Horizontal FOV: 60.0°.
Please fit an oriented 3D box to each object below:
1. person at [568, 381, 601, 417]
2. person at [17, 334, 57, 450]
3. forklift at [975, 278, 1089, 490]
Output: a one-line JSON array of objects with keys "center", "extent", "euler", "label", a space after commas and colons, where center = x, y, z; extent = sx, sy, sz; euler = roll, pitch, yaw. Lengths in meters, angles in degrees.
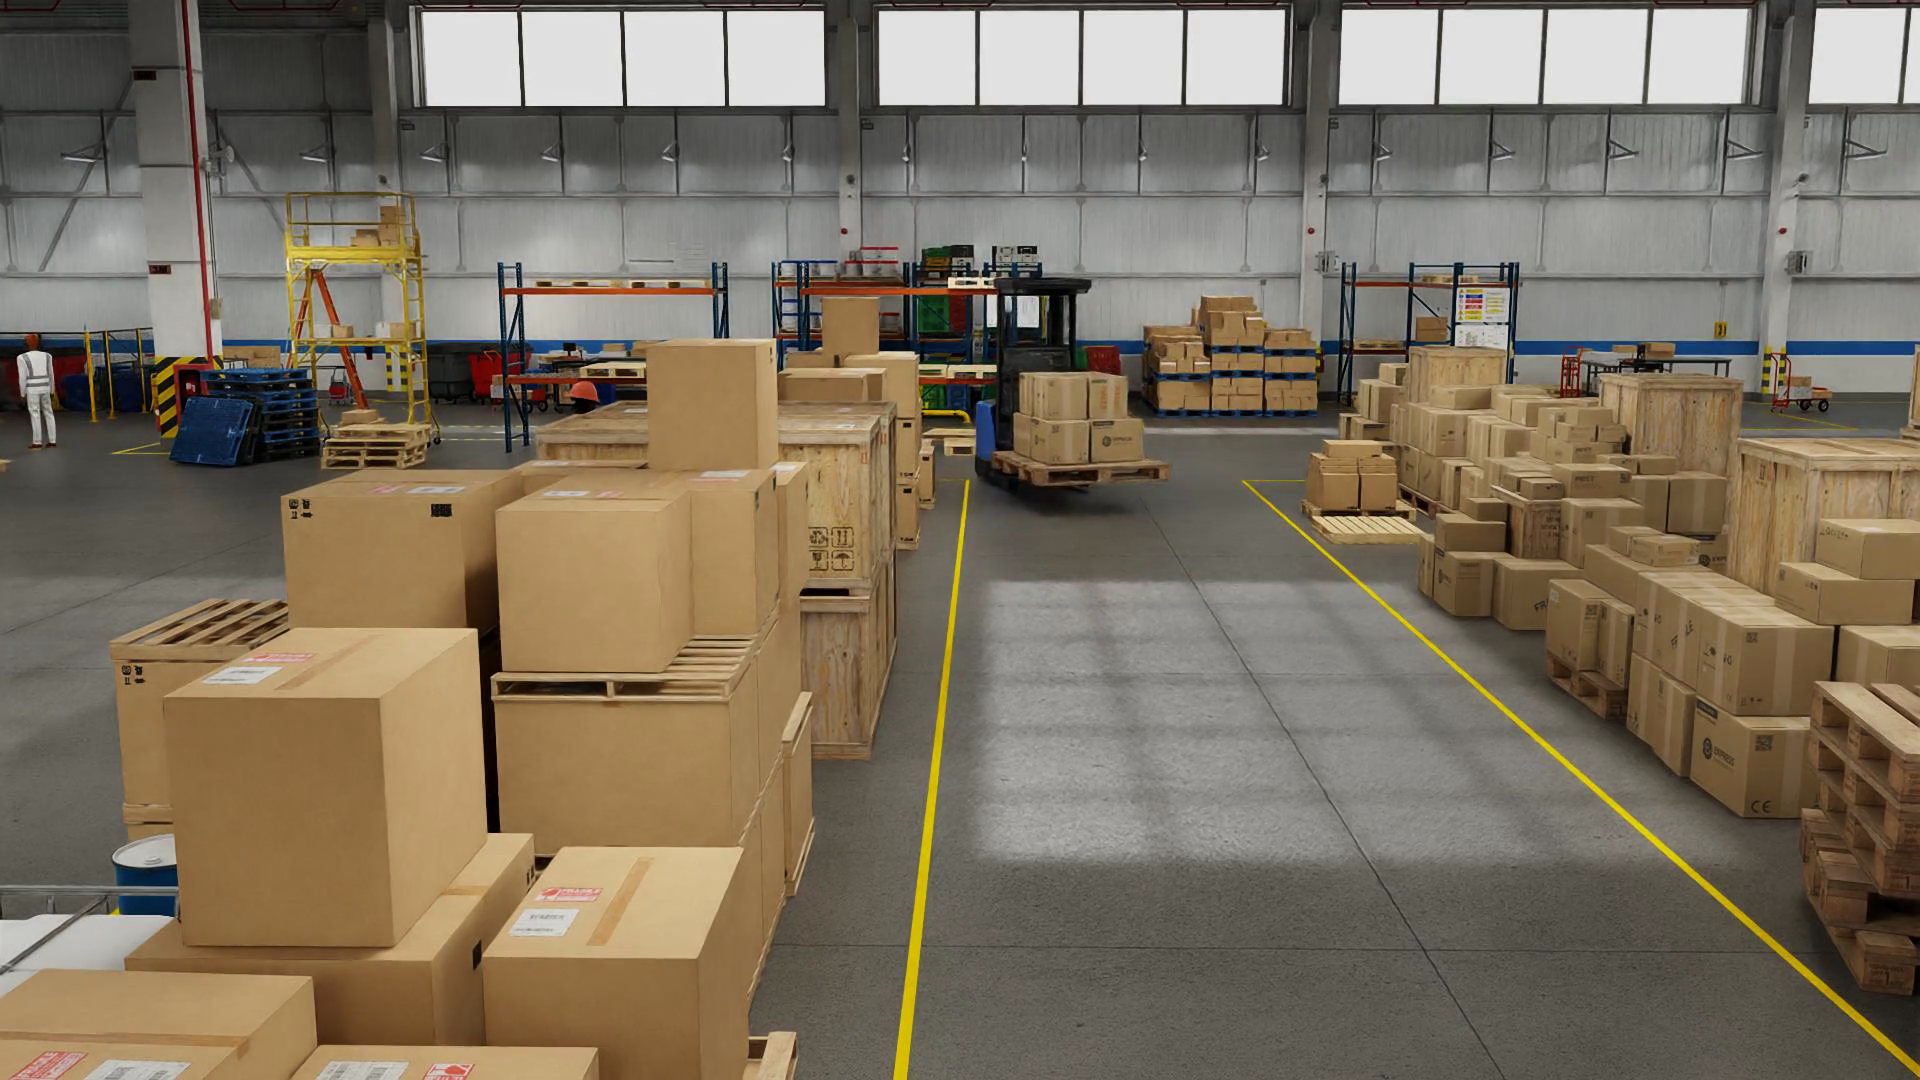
[{"center": [-3.522, -0.520, 15.601], "extent": [0.374, 1.928, 0.543], "euler": [-9, 13, -44], "label": "person"}, {"center": [-14.962, -2.394, 26.957], "extent": [0.359, 1.883, 0.573], "euler": [6, 11, 31], "label": "person"}, {"center": [0.936, -2.181, 22.700], "extent": [1.129, 2.768, 1.873], "euler": [-3, 10, -15], "label": "forklift"}]
